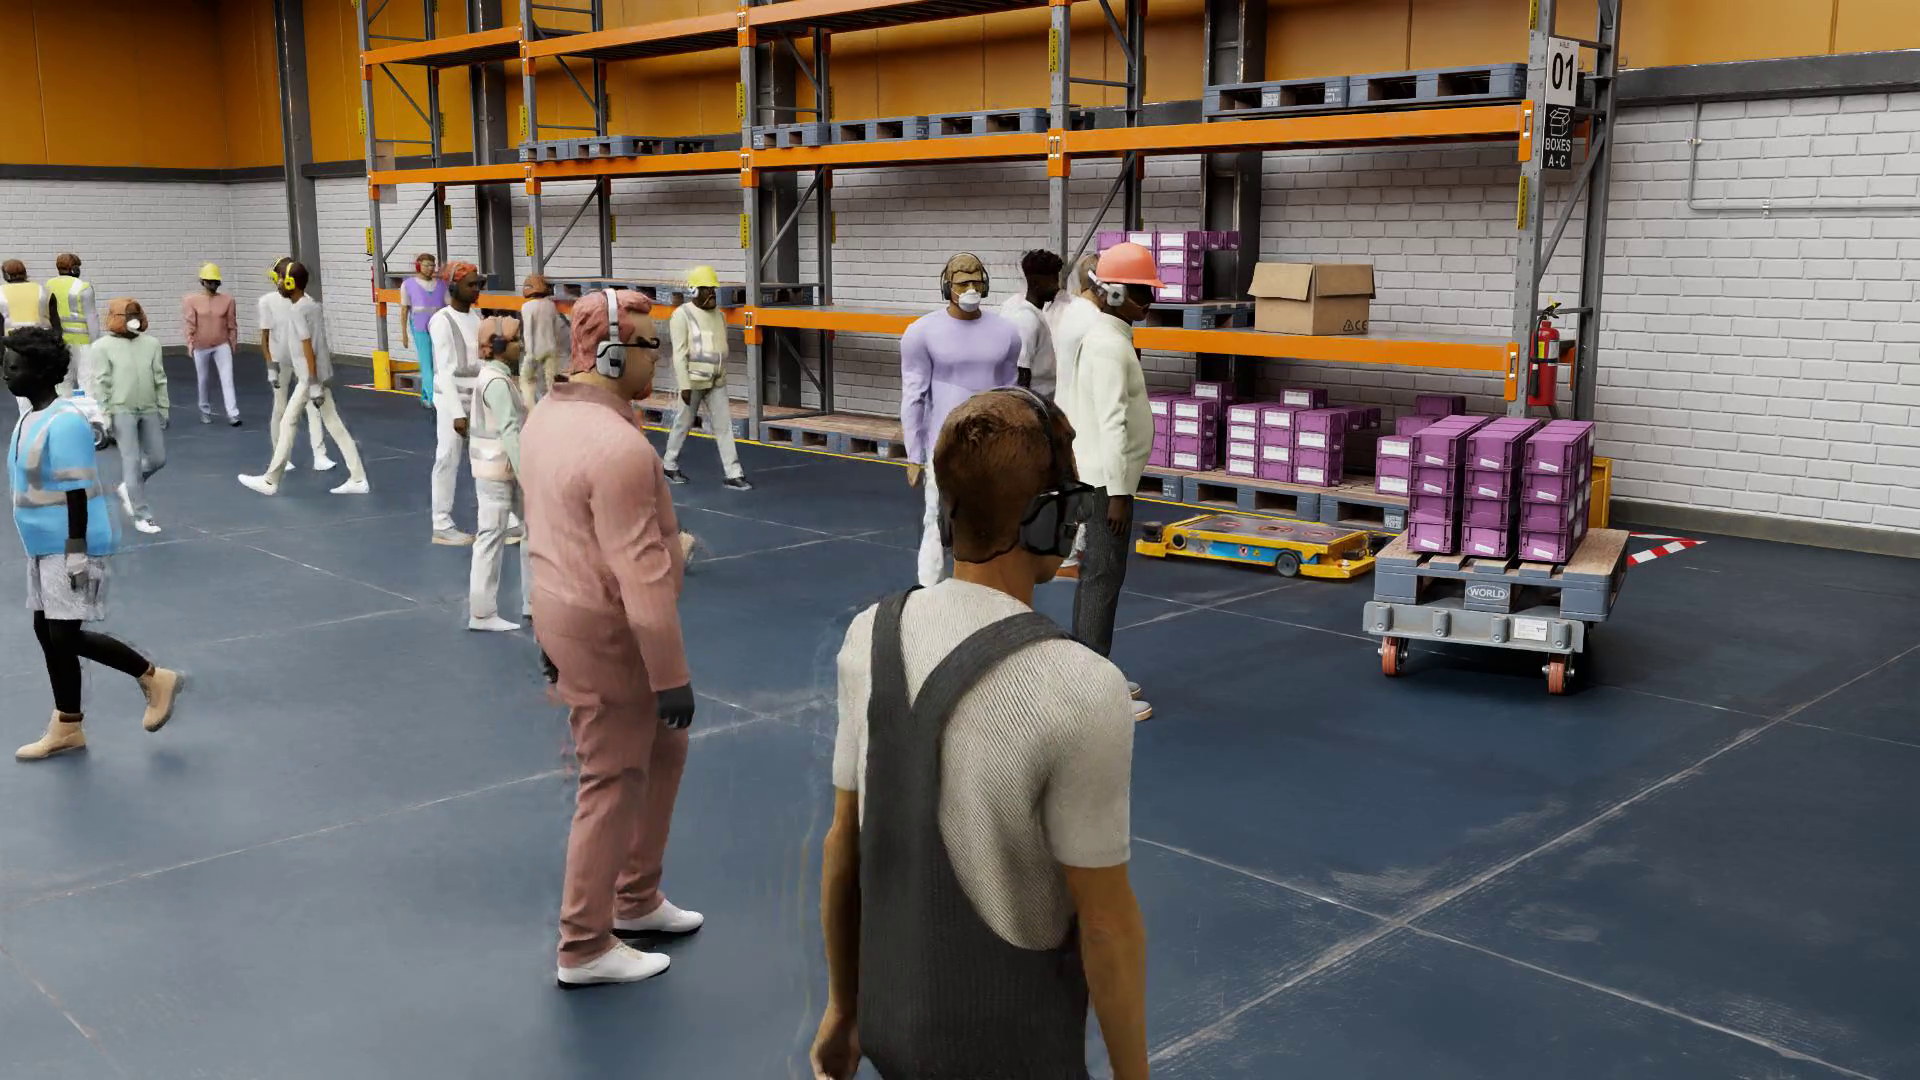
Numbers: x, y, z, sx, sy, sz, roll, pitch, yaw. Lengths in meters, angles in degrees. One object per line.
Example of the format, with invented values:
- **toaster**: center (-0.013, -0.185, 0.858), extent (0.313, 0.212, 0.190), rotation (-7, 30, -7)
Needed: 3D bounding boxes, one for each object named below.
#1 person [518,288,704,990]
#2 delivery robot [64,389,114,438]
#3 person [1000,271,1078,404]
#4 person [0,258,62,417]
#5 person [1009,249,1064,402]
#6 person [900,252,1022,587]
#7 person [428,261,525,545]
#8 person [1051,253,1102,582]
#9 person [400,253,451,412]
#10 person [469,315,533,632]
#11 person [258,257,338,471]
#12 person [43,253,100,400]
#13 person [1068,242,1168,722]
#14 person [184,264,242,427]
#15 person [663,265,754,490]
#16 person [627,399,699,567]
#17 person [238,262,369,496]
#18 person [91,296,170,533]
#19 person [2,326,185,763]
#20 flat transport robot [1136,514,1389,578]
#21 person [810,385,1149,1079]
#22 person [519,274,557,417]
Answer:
- **person**: center (-0.860, 0.272, 4.493), extent (0.638, 1.880, 0.673), rotation (-6, 12, -28)
- **delivery robot**: center (-8.369, -1.189, 15.827), extent (0.707, 0.478, 0.477), rotation (0, 10, 0)
- **person**: center (0.613, -1.153, 12.259), extent (0.656, 1.894, 0.406), rotation (-2, 11, -10)
- **person**: center (-9.359, -1.921, 16.729), extent (0.643, 1.808, 0.886), rotation (-7, 12, -34)
- **person**: center (0.369, -0.849, 10.453), extent (0.563, 1.943, 0.600), rotation (0, 10, 0)
- **person**: center (0.018, -0.429, 8.162), extent (0.636, 1.938, 0.358), rotation (-5, 11, -23)
- **person**: center (-3.097, -0.856, 10.729), extent (0.900, 1.842, 0.596), rotation (3, 11, 15)
- **person**: center (0.787, -0.696, 9.684), extent (0.615, 1.915, 0.640), rotation (-1, 10, -6)
- **person**: center (-6.045, -2.370, 19.108), extent (0.913, 1.800, 0.575), rotation (10, 14, 44)
- **person**: center (-2.245, -0.324, 8.477), extent (0.642, 1.618, 0.521), rotation (-2, 11, -11)
- **person**: center (-5.655, -1.483, 14.199), extent (0.851, 1.829, 0.593), rotation (9, 14, 40)
- **person**: center (-9.184, -2.051, 17.277), extent (0.627, 1.842, 0.429), rotation (3, 11, 15)
- **person**: center (0.655, -0.246, 7.016), extent (0.398, 1.989, 0.621), rotation (0, 10, 0)
- **person**: center (-7.954, -2.063, 17.691), extent (0.538, 1.718, 0.925), rotation (-7, 12, -32)
- **person**: center (-2.081, -1.301, 13.348), extent (0.930, 1.791, 0.603), rotation (8, 13, 37)
- **person**: center (-1.981, -0.591, 9.794), extent (0.788, 1.670, 0.535), rotation (-3, 11, -17)
- **person**: center (-5.118, -1.234, 12.911), extent (0.984, 1.803, 0.550), rotation (-1, 10, -3)
- **person**: center (-5.697, -0.865, 11.419), extent (0.555, 1.617, 0.504), rotation (7, 12, 33)
- **person**: center (-3.401, 0.013, 6.427), extent (0.541, 1.684, 0.510), rotation (10, 14, 43)
- **flat transport robot**: center (1.870, 0.017, 10.279), extent (1.431, 0.197, 0.652), rotation (8, 13, 36)
- **person**: center (-0.021, 0.705, 2.289), extent (0.527, 1.825, 0.542), rotation (-9, 14, -41)
- **person**: center (-4.379, -1.930, 17.233), extent (0.566, 1.615, 0.503), rotation (7, 13, 35)
